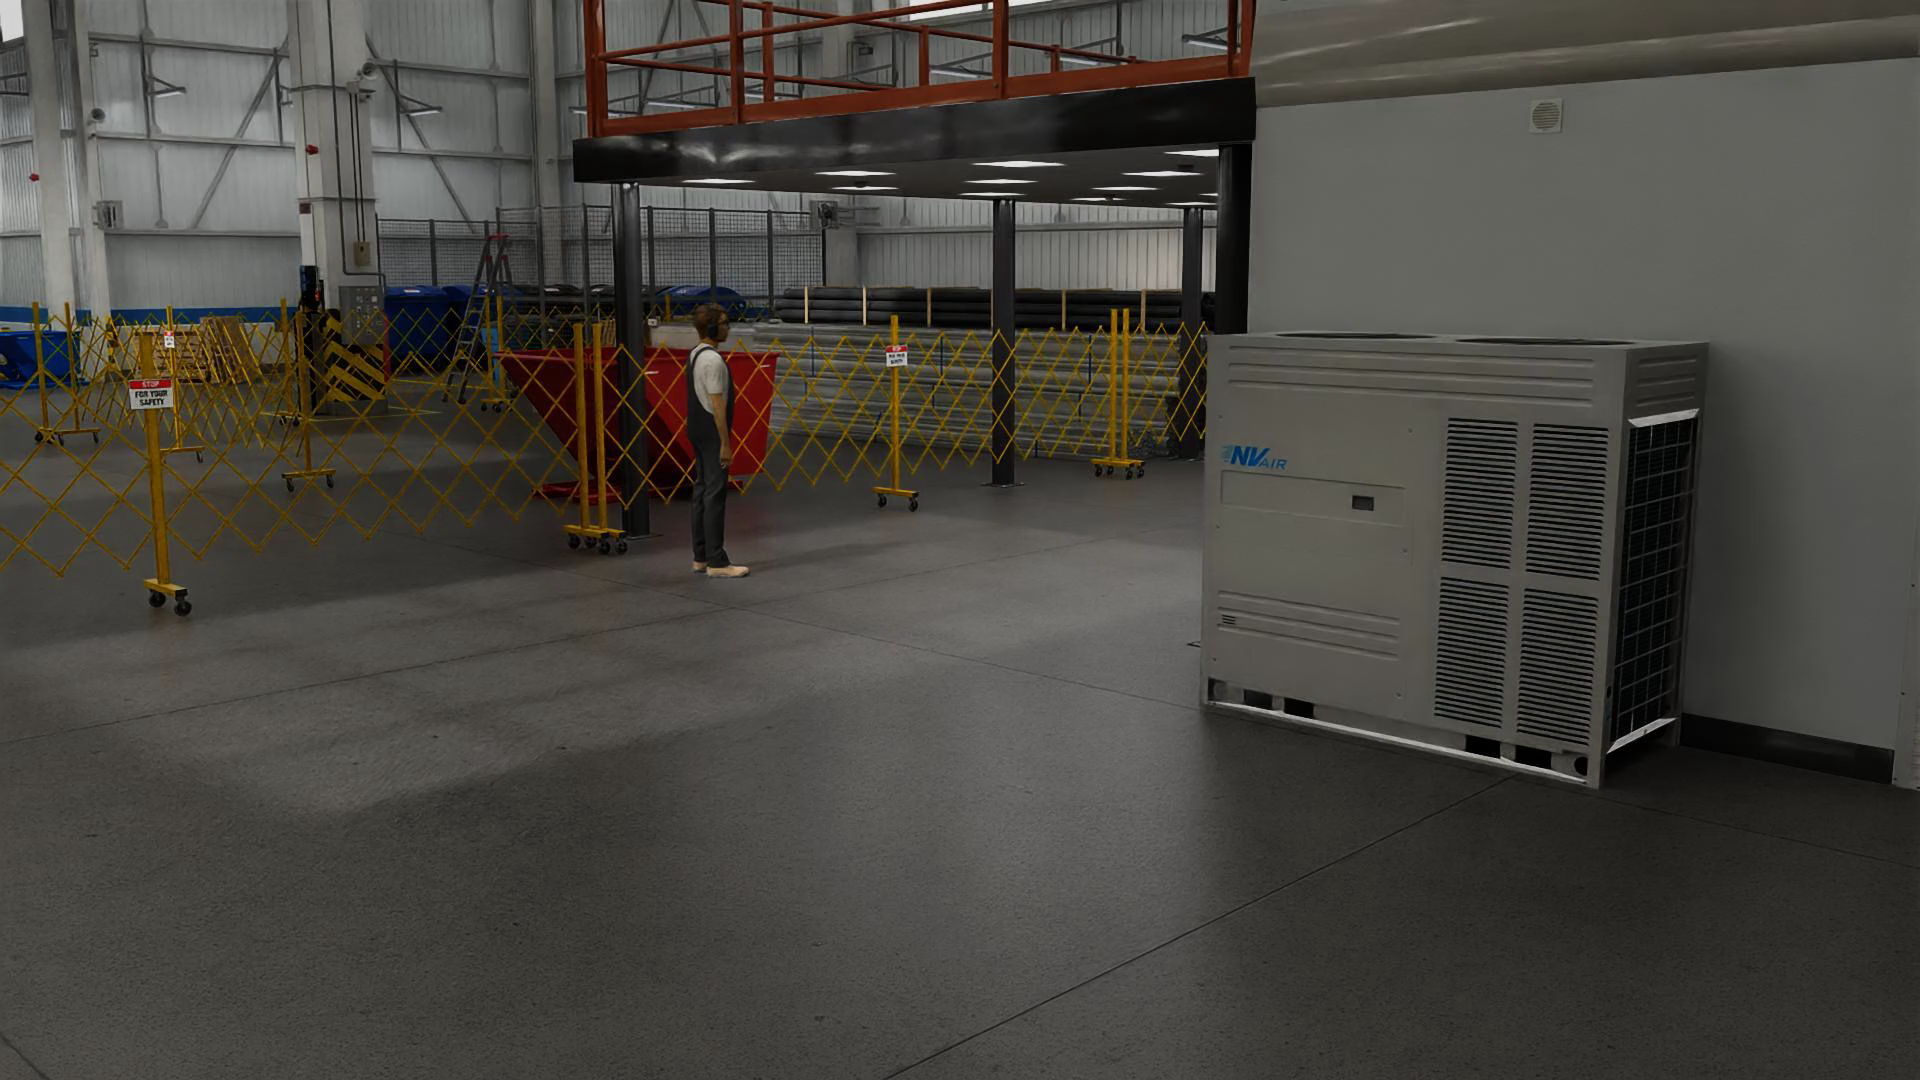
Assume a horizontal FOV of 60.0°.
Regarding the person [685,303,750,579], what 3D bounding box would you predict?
[{"bbox_3d":[-1.653,-0.662,11.169,0.345,1.847,0.507,-5,10,-27],"label":"person"}]
